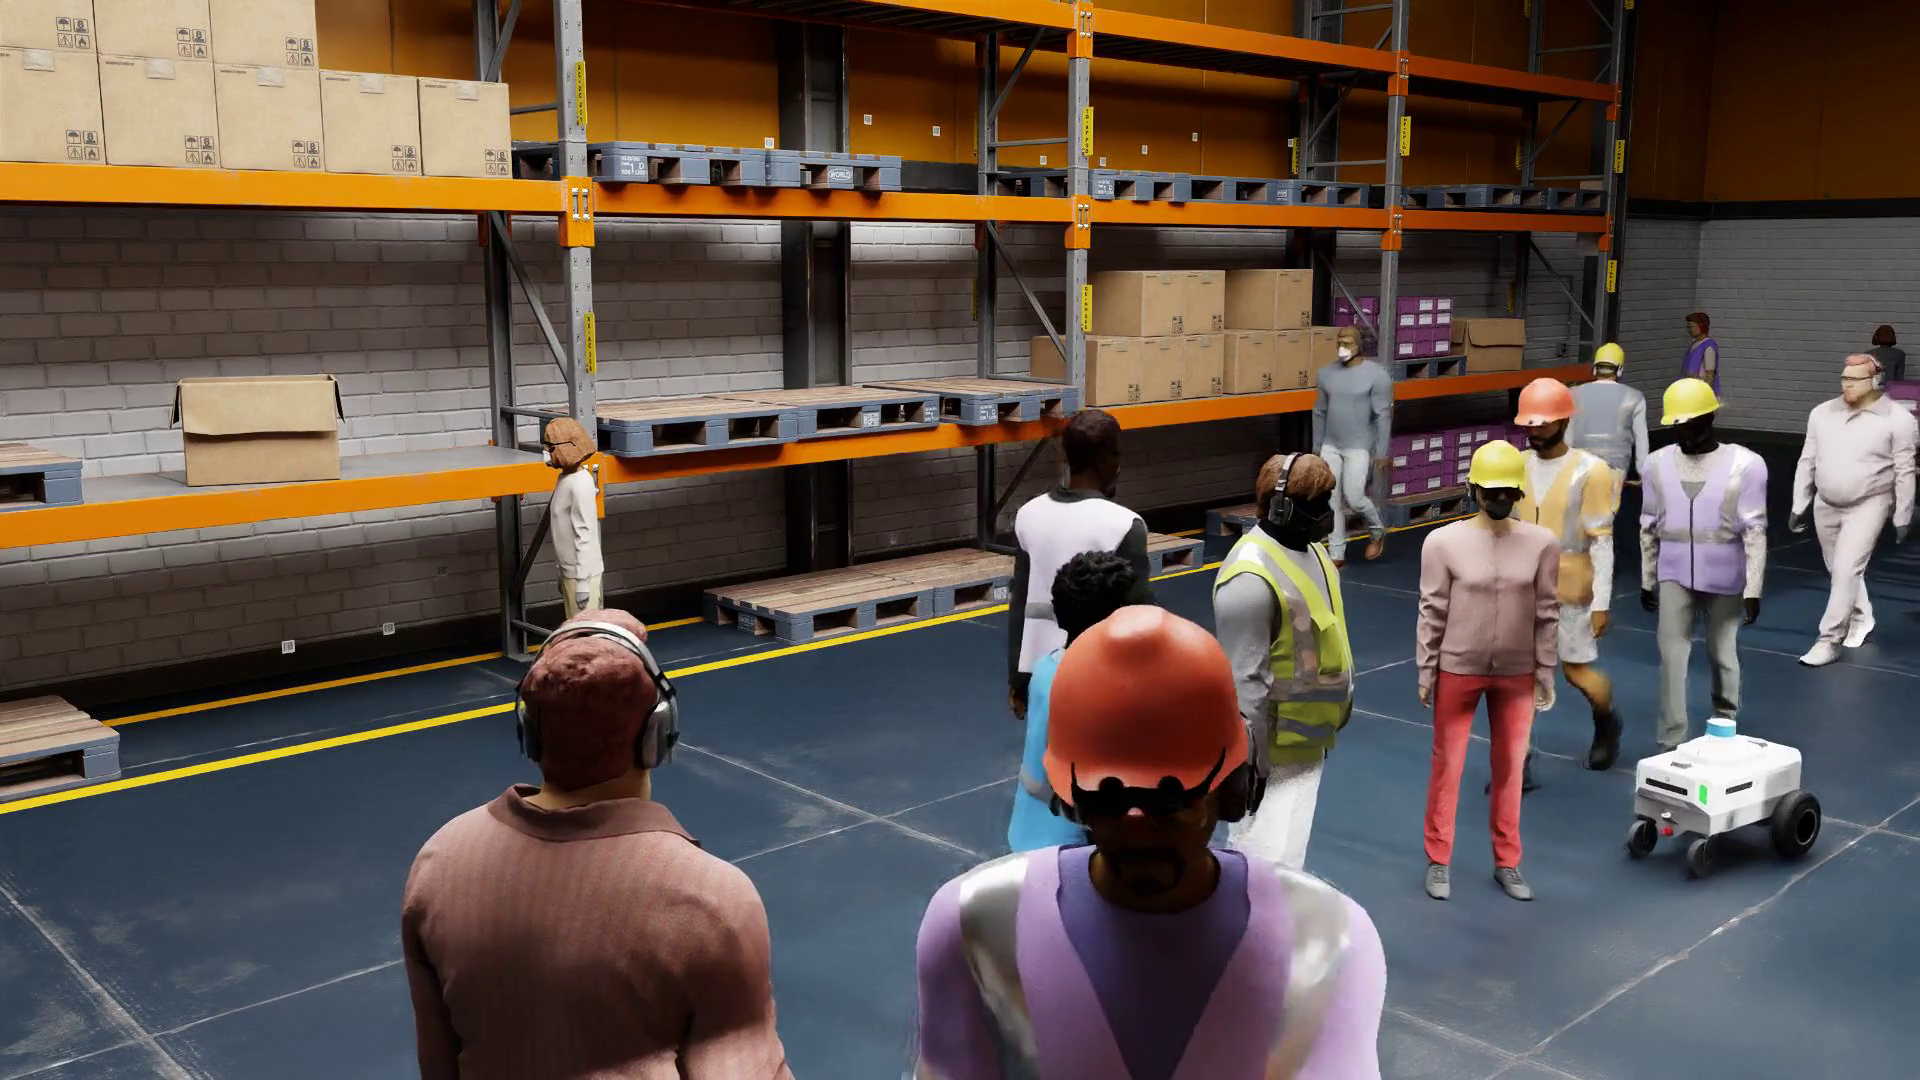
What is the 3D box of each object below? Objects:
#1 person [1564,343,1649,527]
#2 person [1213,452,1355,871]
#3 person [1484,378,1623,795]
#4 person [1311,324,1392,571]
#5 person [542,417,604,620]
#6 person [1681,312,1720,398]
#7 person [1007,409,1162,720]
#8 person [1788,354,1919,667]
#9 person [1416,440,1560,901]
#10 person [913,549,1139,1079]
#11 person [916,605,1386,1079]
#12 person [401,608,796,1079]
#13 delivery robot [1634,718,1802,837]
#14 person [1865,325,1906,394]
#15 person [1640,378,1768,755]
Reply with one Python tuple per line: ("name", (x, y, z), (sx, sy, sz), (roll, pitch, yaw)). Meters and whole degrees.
("person", (4.858, -0.589, 12.557), (0.613, 1.784, 0.943), (5, 11, 29))
("person", (1.020, 0.632, 5.264), (0.431, 1.836, 0.619), (6, 11, 30))
("person", (2.764, 0.200, 7.604), (0.899, 1.900, 0.598), (-8, 12, -38))
("person", (3.020, -0.704, 12.814), (0.586, 1.923, 0.633), (-9, 13, -44))
("person", (-1.951, 0.191, 8.439), (0.277, 1.628, 0.500), (-4, 10, -21))
("person", (7.861, -1.499, 17.710), (0.390, 1.838, 0.563), (1, 10, 5))
("person", (0.525, 0.480, 5.966), (0.752, 1.893, 0.599), (-6, 12, -33))
("person", (5.407, -0.204, 10.069), (0.987, 1.864, 0.646), (-6, 11, -31))
("person", (1.978, 0.498, 6.250), (0.520, 1.761, 0.335), (0, 10, 0))
("person", (0.208, 0.851, 4.446), (0.641, 1.667, 0.558), (-1, 10, -8))
("person", (0.254, 1.041, 2.314), (0.637, 2.020, 0.759), (1, 10, 4))
("person", (-0.515, 1.050, 2.573), (0.643, 1.913, 0.408), (4, 11, 24))
("delivery robot", (3.072, 0.968, 6.740), (0.707, 0.478, 0.477), (-6, 11, -32))
("person", (10.735, -1.685, 19.392), (0.506, 1.632, 0.268), (-1, 10, -5))
("person", (3.544, 0.156, 7.930), (0.619, 1.870, 0.961), (8, 12, 39))
